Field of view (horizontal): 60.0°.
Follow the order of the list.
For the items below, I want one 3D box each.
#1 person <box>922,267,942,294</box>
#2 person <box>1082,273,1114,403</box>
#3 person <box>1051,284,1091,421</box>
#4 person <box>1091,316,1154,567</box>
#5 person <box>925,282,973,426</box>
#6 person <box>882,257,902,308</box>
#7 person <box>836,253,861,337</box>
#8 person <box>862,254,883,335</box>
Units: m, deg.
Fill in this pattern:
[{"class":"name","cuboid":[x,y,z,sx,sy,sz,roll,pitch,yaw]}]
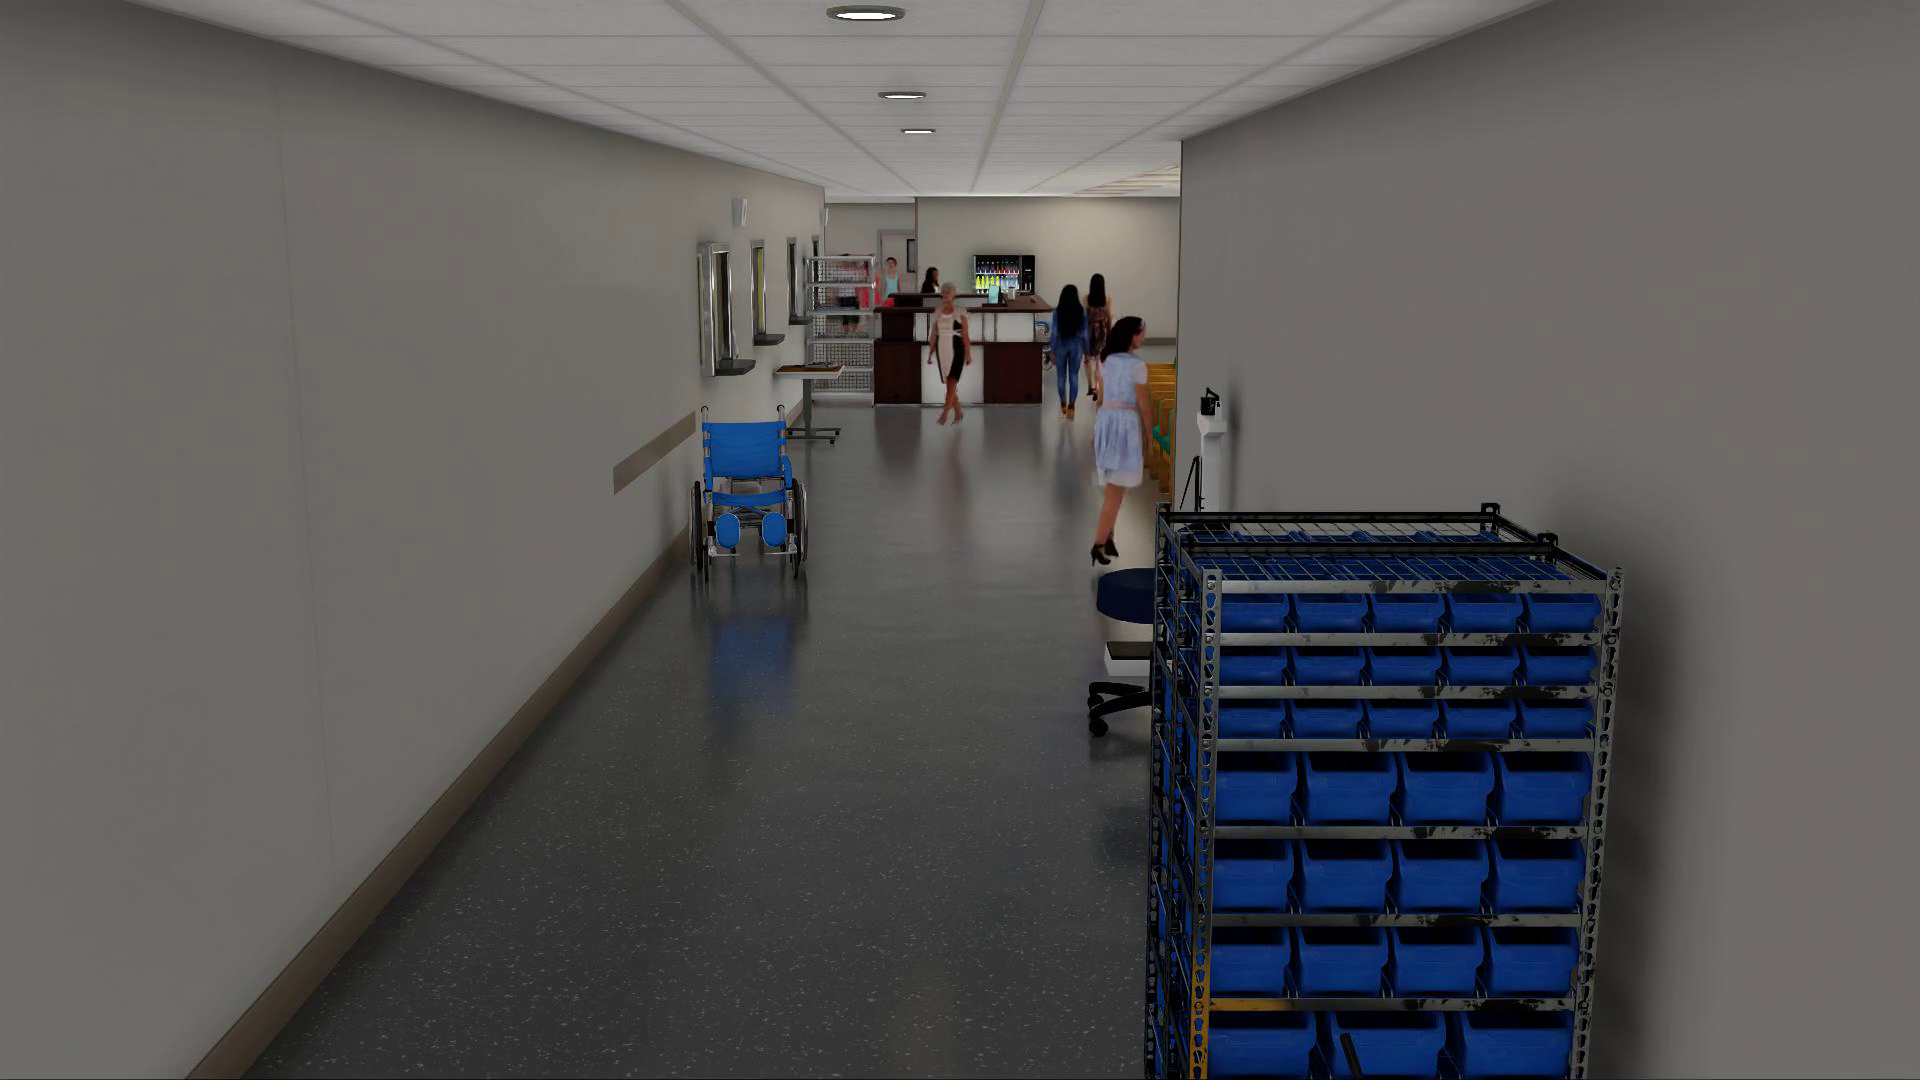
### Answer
[{"class":"person","cuboid":[-0.651,-4.513,32.556,1.114,1.595,0.948,6,12,29]},{"class":"person","cuboid":[1.890,-2.779,23.003,0.779,1.750,0.693,0,11,1]},{"class":"person","cuboid":[1.360,-2.284,20.637,1.162,1.660,0.776,1,11,5]},{"class":"person","cuboid":[1.072,-0.659,11.739,0.887,1.783,0.941,9,14,39]},{"class":"person","cuboid":[-0.068,-2.244,20.244,1.022,1.728,1.002,6,12,29]},{"class":"person","cuboid":[-1.444,-5.053,35.052,1.094,1.726,0.668,-1,11,-5]},{"class":"person","cuboid":[-2.340,-5.031,34.628,0.772,1.840,0.864,-4,11,-20]},{"class":"person","cuboid":[-1.980,-5.200,35.646,1.000,1.793,1.044,-10,15,-43]}]
